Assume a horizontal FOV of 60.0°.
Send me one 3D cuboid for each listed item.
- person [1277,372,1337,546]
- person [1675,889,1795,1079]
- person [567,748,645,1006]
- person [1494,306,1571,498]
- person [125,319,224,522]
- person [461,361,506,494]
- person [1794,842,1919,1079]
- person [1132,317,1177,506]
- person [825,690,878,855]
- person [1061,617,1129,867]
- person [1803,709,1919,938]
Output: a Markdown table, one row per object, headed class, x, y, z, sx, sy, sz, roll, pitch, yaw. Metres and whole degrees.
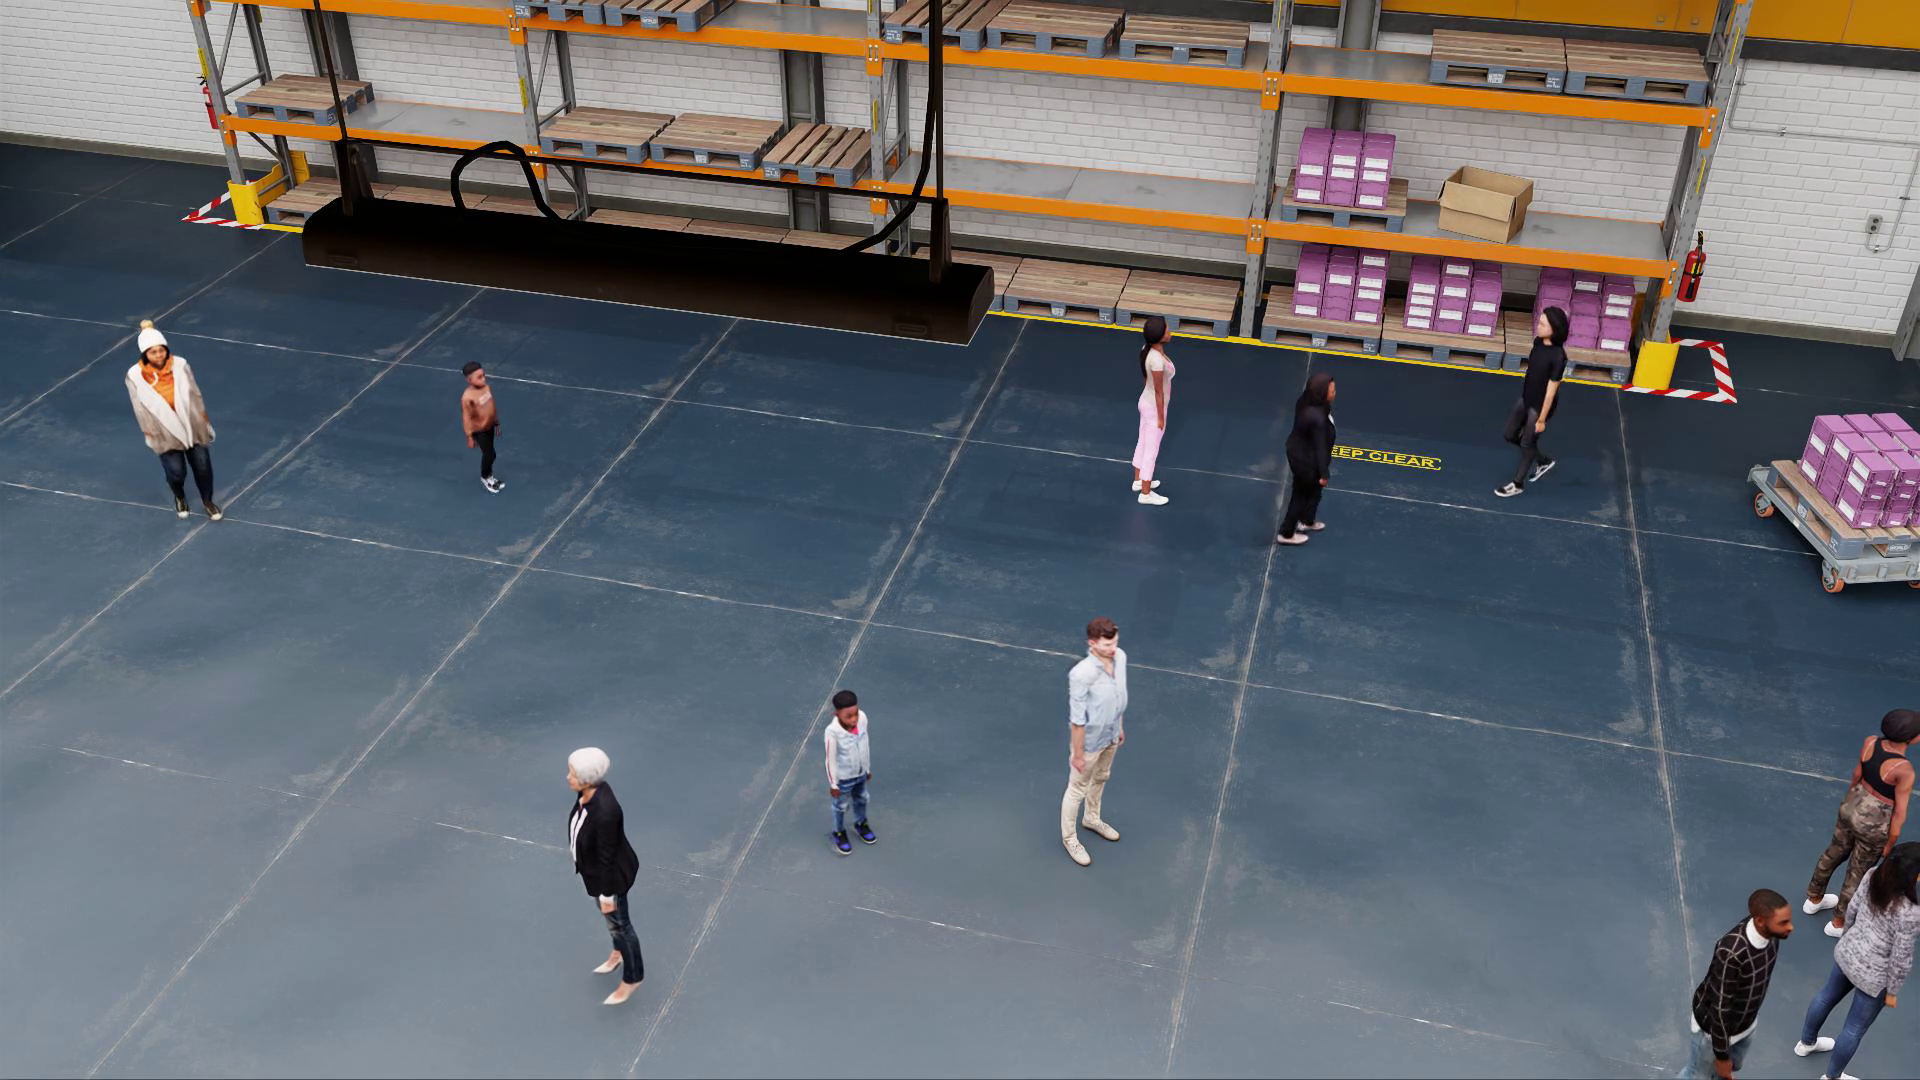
| class | x | y | z | sx | sy | sz | roll | pitch | yaw |
| --- | --- | --- | --- | --- | --- | --- | --- | --- | --- |
| person | 2.797 | -0.655 | 13.779 | 0.799 | 1.602 | 0.766 | -3 | 34 | -4 |
| person | 4.010 | 2.512 | 8.821 | 0.805 | 1.817 | 0.848 | -22 | 39 | -29 |
| person | -2.060 | 1.939 | 9.586 | 0.789 | 1.780 | 0.836 | -14 | 36 | -21 |
| person | 5.066 | -1.197 | 14.395 | 0.903 | 1.823 | 0.822 | -6 | 34 | -9 |
| person | -6.654 | -1.014 | 14.069 | 0.870 | 1.879 | 0.922 | -25 | 41 | -32 |
| person | -4.253 | -1.006 | 14.628 | 0.531 | 1.246 | 0.561 | 13 | 36 | 19 |
| person | 5.005 | 2.326 | 9.177 | 0.654 | 1.732 | 0.682 | -4 | 34 | -6 |
| person | 1.663 | -1.133 | 14.371 | 0.638 | 1.742 | 0.644 | -5 | 34 | -7 |
| person | -0.724 | 1.482 | 10.874 | 0.559 | 1.258 | 0.612 | -23 | 40 | -30 |
| person | 0.873 | 1.246 | 10.699 | 0.713 | 1.847 | 0.728 | 28 | 43 | 35 |
| person | 5.526 | 1.706 | 10.139 | 0.674 | 1.700 | 0.657 | -7 | 34 | -11 |
